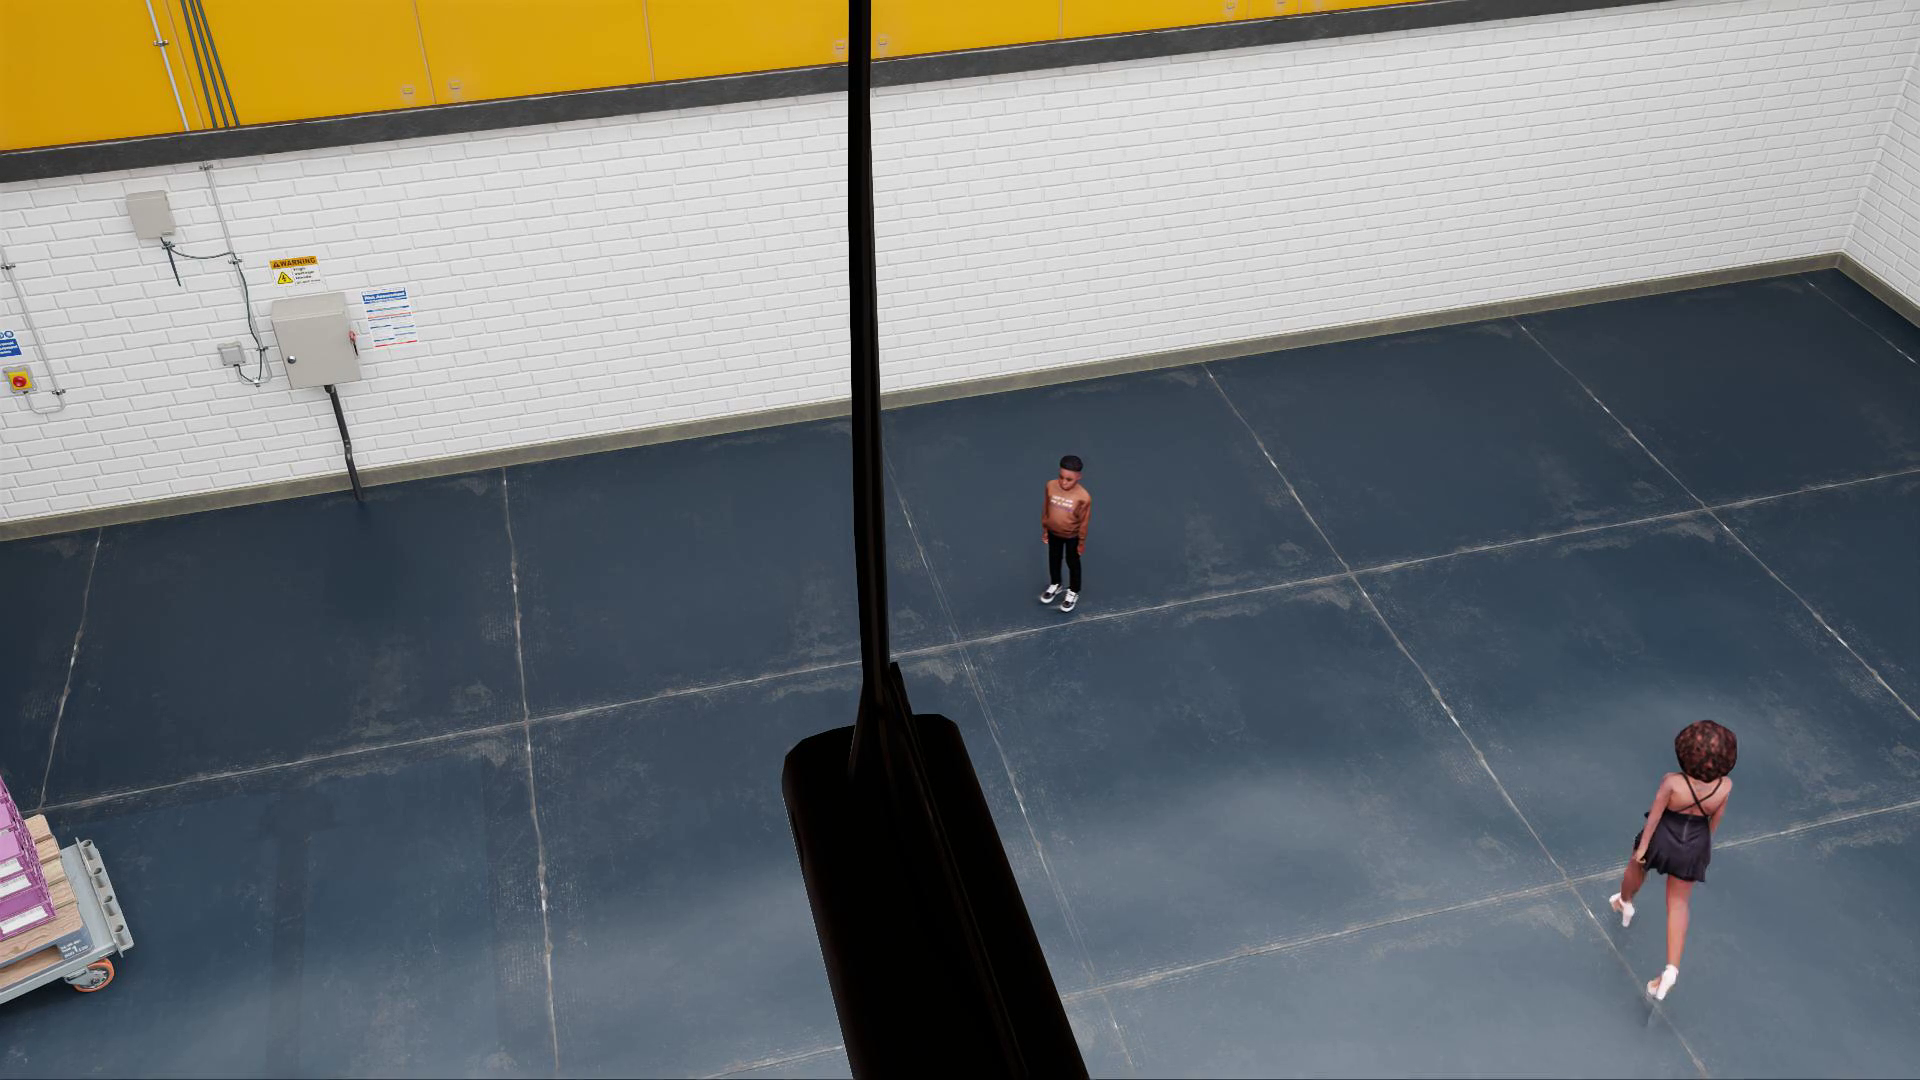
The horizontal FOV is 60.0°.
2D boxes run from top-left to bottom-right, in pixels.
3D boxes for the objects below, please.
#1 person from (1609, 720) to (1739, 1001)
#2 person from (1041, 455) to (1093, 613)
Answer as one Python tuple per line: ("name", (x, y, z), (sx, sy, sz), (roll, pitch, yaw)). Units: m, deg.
("person", (3.872, 1.726, 8.968), (0.842, 1.758, 1.147), (5, 39, 6))
("person", (0.746, -0.078, 11.630), (0.583, 1.255, 0.649), (21, 43, 24))
